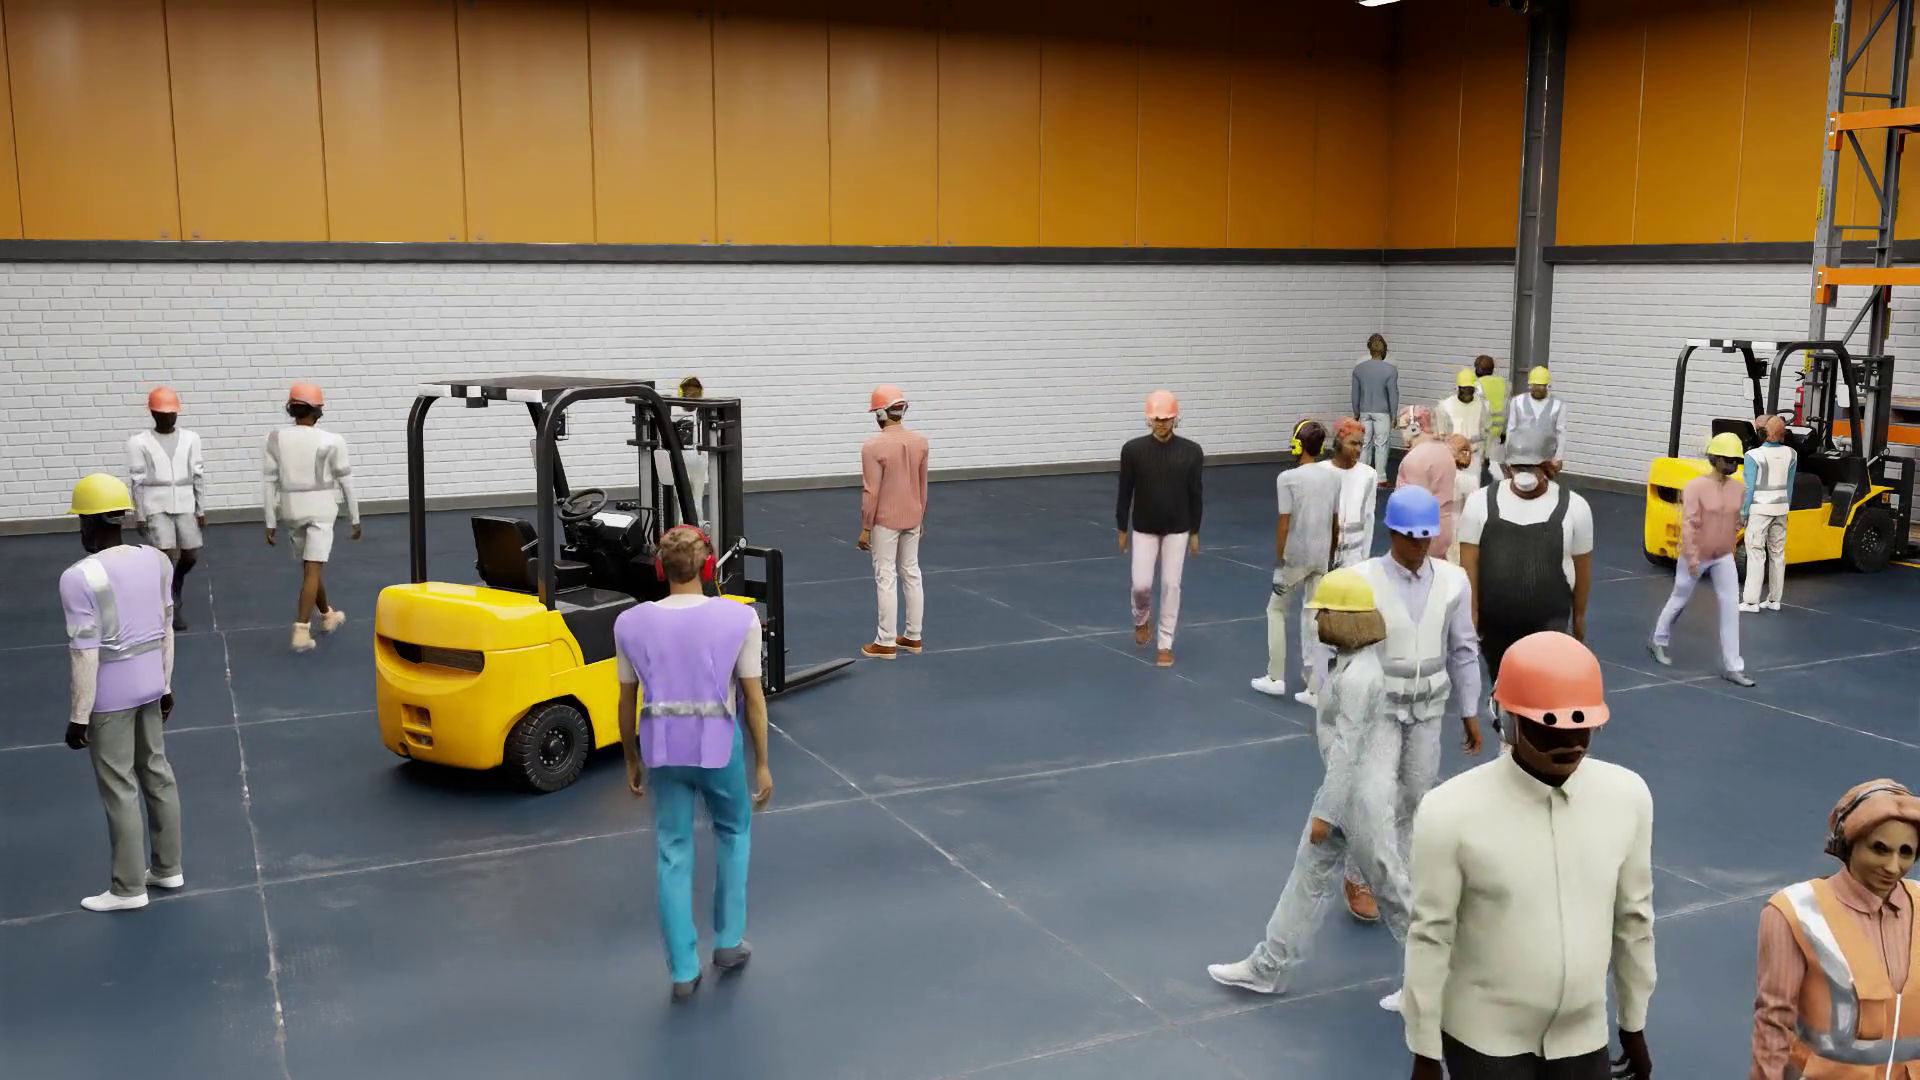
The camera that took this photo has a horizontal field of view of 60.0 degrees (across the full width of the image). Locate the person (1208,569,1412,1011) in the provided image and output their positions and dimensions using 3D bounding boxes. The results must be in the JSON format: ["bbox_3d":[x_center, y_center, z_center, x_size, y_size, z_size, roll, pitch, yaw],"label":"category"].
[{"bbox_3d":[1.446,0.949,6.262,0.924,1.690,0.502,1,9,8],"label":"person"}]

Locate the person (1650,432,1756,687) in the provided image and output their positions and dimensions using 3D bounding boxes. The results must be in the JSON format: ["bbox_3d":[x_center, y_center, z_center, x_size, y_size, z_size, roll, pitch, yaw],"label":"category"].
[{"bbox_3d":[5.159,0.095,11.533,0.527,1.717,0.950,-2,9,-11],"label":"person"}]

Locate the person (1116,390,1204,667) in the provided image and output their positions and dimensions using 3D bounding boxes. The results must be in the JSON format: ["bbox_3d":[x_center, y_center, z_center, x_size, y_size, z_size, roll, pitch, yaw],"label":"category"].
[{"bbox_3d":[1.426,-0.097,11.902,0.609,1.975,0.571,1,9,5],"label":"person"}]

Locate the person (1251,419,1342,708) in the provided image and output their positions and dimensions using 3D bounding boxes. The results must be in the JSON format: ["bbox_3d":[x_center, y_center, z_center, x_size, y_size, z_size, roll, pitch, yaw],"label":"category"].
[{"bbox_3d":[2.184,0.140,10.833,0.568,1.835,0.764,-4,10,-22],"label":"person"}]

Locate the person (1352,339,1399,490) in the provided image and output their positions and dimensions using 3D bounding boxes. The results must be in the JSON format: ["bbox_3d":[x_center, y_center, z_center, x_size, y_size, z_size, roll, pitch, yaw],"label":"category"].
[{"bbox_3d":[5.353,-1.619,21.444,0.635,1.937,0.353,8,12,41],"label":"person"}]

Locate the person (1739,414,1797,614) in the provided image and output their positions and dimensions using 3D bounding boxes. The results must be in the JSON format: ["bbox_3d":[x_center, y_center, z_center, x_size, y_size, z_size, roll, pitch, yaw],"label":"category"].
[{"bbox_3d":[6.597,-0.211,13.623,0.514,1.645,0.309,-3,10,-19],"label":"person"}]

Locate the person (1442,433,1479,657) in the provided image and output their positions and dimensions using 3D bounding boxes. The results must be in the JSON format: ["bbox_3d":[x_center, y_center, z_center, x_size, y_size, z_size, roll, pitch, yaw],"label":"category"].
[{"bbox_3d":[3.575,0.037,12.114,0.285,1.633,0.499,-7,11,-36],"label":"person"}]

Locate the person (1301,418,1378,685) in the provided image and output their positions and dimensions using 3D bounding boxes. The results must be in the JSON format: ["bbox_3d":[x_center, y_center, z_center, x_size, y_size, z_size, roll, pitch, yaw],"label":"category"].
[{"bbox_3d":[2.493,0.128,10.917,0.588,1.822,1.019,-1,9,-8],"label":"person"}]

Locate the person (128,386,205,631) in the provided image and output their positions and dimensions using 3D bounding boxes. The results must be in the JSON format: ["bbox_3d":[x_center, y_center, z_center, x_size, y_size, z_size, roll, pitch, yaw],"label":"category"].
[{"bbox_3d":[-6.251,-0.261,13.117,0.546,1.919,0.629,-8,12,-41],"label":"person"}]

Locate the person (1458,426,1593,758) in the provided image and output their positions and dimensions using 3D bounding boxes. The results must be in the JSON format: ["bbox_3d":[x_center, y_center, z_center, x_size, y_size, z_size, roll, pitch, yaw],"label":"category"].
[{"bbox_3d":[3.054,0.325,9.067,0.686,2.000,1.065,5,10,27],"label":"person"}]

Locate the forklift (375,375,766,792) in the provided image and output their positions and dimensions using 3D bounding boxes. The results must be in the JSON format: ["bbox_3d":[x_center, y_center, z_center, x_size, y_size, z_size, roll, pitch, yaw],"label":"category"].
[{"bbox_3d":[-2.268,0.149,9.685,1.214,2.155,2.313,6,11,32],"label":"forklift"}]

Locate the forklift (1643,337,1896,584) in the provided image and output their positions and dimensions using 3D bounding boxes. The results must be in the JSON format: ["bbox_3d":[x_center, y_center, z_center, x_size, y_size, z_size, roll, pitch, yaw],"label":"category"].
[{"bbox_3d":[7.551,-0.789,15.507,2.313,2.155,1.214,-4,10,-25],"label":"forklift"}]

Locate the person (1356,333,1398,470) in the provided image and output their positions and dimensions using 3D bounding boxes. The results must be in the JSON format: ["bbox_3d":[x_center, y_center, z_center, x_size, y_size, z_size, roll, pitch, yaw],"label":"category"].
[{"bbox_3d":[5.831,-1.933,23.394,0.627,1.940,0.371,-2,9,-11],"label":"person"}]

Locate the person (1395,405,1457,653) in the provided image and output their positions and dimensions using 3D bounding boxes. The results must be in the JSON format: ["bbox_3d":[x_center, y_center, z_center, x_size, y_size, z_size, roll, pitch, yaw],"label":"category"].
[{"bbox_3d":[3.215,0.000,11.577,0.428,1.878,0.686,7,11,37],"label":"person"}]

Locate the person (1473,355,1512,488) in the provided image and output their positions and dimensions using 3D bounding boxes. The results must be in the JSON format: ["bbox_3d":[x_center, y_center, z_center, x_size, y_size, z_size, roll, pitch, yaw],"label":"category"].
[{"bbox_3d":[6.204,-1.266,19.610,0.640,1.828,0.586,-3,10,-17],"label":"person"}]

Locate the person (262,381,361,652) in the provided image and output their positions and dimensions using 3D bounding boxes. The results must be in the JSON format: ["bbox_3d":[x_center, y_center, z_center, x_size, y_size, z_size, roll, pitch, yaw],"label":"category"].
[{"bbox_3d":[-4.853,-0.193,12.467,0.633,1.986,1.071,0,9,1],"label":"person"}]

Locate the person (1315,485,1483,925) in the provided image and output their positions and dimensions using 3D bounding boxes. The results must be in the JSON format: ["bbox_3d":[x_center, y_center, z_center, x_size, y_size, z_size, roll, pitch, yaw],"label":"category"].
[{"bbox_3d":[1.854,0.715,7.007,0.648,1.924,0.464,-2,9,-12],"label":"person"}]

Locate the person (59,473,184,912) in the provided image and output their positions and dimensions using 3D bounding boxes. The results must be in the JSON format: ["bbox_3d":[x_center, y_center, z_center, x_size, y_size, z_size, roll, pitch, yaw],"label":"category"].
[{"bbox_3d":[-3.693,0.666,7.299,0.370,1.925,0.594,2,9,14],"label":"person"}]

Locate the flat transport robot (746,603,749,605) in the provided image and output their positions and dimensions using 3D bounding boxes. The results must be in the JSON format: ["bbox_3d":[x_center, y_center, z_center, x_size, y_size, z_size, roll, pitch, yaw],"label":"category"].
[{"bbox_3d":[-2.404,0.556,13.111,1.431,0.197,0.652,5,10,26],"label":"flat transport robot"}]

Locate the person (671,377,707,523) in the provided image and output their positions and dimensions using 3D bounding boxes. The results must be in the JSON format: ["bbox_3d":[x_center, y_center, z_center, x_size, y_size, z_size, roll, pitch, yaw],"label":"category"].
[{"bbox_3d":[-2.594,-0.655,15.899,0.575,1.820,0.997,-2,9,-14],"label":"person"}]

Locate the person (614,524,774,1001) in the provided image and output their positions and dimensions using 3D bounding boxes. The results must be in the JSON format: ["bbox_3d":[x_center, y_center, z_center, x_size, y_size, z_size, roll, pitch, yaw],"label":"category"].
[{"bbox_3d":[-1.024,0.842,6.523,0.608,1.823,0.645,0,9,1],"label":"person"}]

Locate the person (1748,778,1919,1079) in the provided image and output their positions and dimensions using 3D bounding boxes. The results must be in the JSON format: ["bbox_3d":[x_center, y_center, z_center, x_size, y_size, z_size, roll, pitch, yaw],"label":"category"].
[{"bbox_3d":[2.086,1.355,3.927,0.512,1.638,0.312,-2,9,-11],"label":"person"}]

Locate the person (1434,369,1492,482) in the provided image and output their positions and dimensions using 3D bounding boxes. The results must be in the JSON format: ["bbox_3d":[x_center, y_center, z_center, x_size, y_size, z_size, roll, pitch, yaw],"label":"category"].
[{"bbox_3d":[5.380,-0.952,17.831,0.615,1.780,0.971,1,9,9],"label":"person"}]

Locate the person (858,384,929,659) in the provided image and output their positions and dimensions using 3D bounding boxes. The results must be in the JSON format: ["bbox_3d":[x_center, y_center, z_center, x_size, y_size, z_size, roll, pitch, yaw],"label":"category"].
[{"bbox_3d":[-0.490,-0.134,12.074,0.608,1.990,0.385,-9,13,-44],"label":"person"}]

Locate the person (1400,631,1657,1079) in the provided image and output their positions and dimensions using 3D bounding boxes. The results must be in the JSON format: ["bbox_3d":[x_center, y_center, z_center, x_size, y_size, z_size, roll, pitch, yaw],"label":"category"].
[{"bbox_3d":[1.352,1.158,4.094,0.644,1.976,0.626,-2,9,-12],"label":"person"}]

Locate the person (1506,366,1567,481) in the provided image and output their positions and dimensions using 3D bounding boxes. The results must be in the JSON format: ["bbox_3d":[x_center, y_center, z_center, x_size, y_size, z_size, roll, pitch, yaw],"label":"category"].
[{"bbox_3d":[6.108,-0.944,17.647,0.610,1.812,0.526,3,10,18],"label":"person"}]
